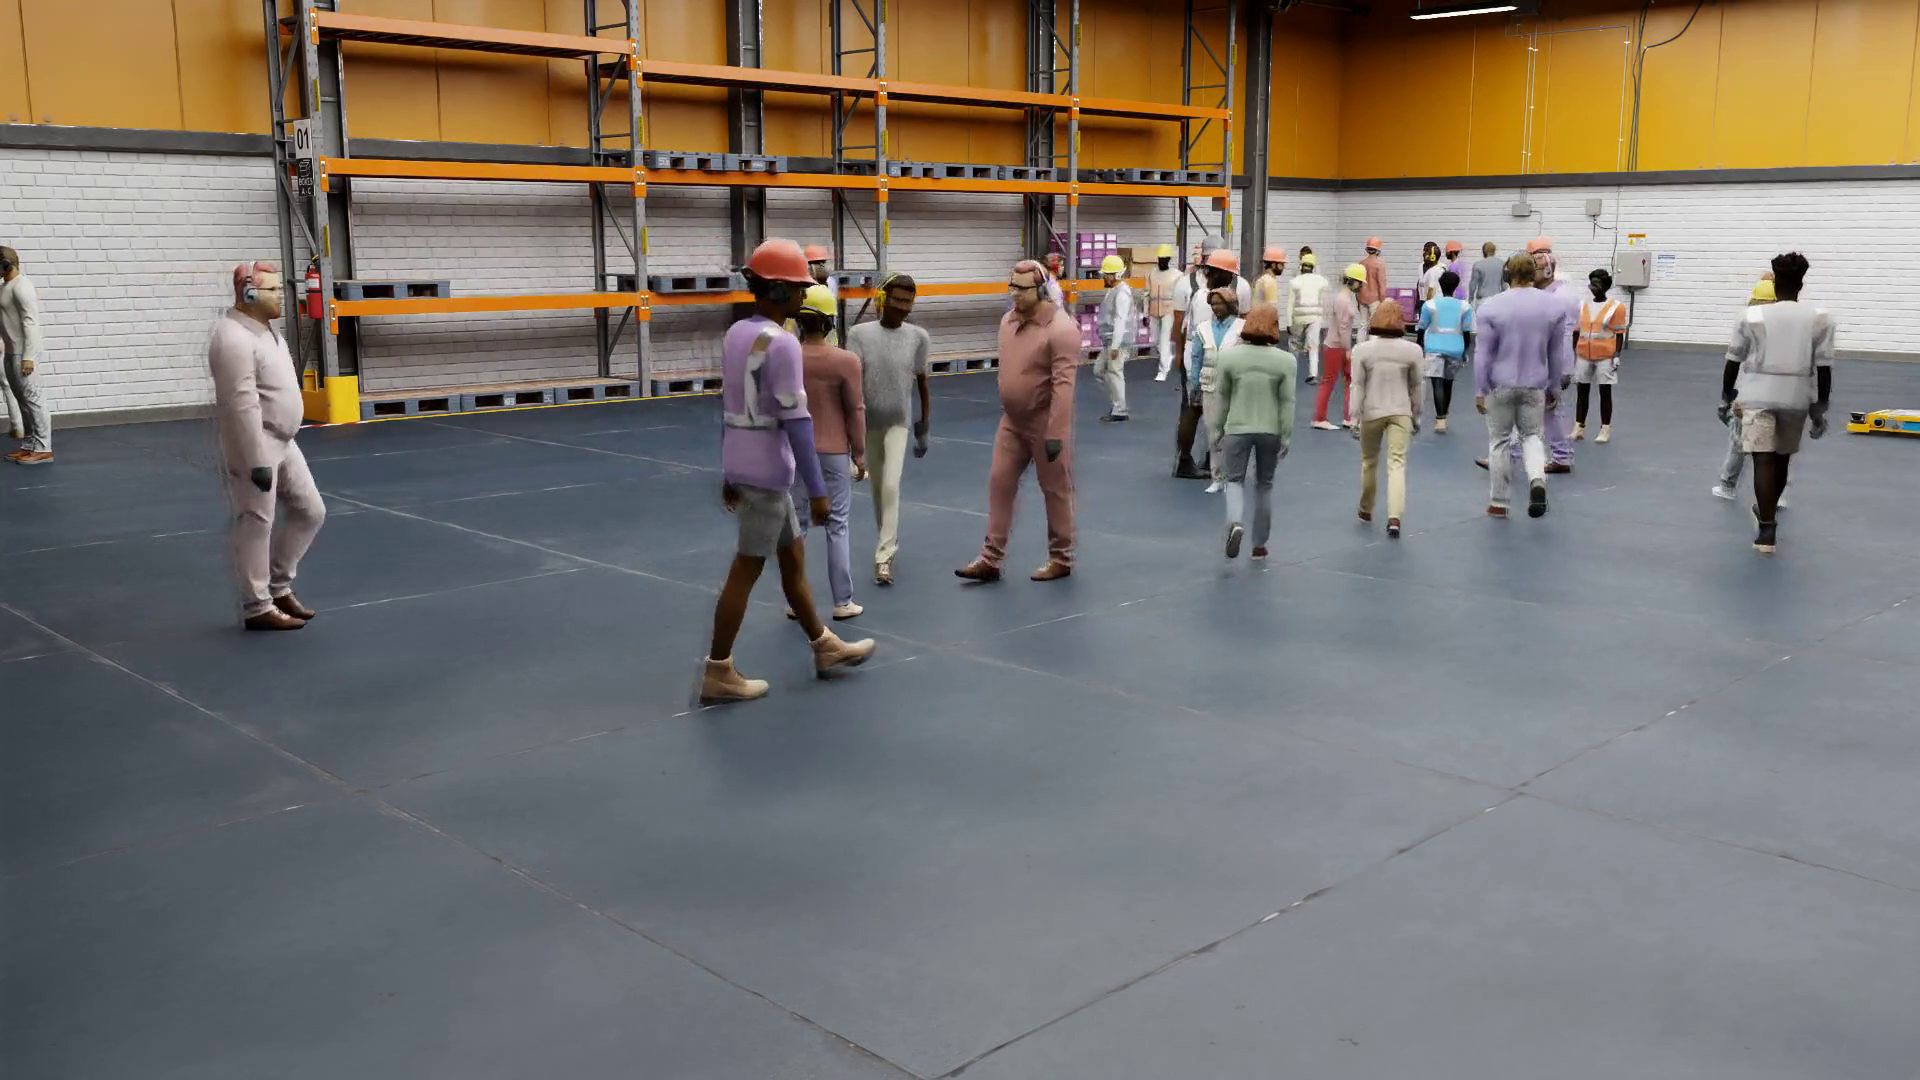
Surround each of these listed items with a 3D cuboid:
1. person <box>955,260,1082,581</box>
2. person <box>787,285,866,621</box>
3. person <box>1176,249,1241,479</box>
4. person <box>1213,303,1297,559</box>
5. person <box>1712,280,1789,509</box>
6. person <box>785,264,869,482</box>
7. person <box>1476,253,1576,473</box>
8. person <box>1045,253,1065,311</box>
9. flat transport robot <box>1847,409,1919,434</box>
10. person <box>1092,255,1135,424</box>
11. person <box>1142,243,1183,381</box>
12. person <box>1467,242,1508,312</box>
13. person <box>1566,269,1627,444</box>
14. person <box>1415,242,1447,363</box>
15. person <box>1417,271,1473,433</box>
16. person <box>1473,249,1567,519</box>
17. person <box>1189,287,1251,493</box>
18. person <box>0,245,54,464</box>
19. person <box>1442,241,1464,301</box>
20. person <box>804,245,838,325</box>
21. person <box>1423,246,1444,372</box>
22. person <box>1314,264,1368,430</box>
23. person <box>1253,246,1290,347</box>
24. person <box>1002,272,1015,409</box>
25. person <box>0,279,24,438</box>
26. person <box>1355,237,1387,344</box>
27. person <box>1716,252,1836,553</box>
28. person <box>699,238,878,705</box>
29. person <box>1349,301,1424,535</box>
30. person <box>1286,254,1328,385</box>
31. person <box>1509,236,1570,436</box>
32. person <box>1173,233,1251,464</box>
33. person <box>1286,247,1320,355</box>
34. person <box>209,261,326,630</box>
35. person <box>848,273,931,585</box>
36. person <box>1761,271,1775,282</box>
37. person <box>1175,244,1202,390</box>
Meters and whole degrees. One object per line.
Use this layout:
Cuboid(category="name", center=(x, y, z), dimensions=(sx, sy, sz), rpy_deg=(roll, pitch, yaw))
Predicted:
Cuboid(category="person", center=(0.344, -0.660, 9.580), dimensions=(0.812, 1.873, 0.664), rpy_deg=(-9, 14, -40))
Cuboid(category="person", center=(-0.751, -0.453, 8.766), dimensions=(0.535, 1.767, 0.315), rpy_deg=(2, 11, 10))
Cuboid(category="person", center=(2.083, -1.430, 13.707), dimensions=(0.646, 1.897, 0.594), rpy_deg=(4, 11, 19))
Cuboid(category="person", center=(1.807, -0.649, 10.252), dimensions=(0.505, 1.611, 0.548), rpy_deg=(2, 11, 13))
Cuboid(category="person", center=(6.013, -1.094, 12.473), dimensions=(0.495, 1.695, 0.930), rpy_deg=(0, 10, 1))
Cuboid(category="person", center=(-1.206, -1.342, 13.552), dimensions=(0.945, 1.797, 0.639), rpy_deg=(-4, 11, -20))
Cuboid(category="person", center=(4.784, -1.468, 14.029), dimensions=(0.963, 1.857, 0.665), rpy_deg=(-1, 10, -7))
Cuboid(category="person", center=(1.005, -2.265, 18.466), dimensions=(0.446, 1.831, 0.574), rpy_deg=(-1, 10, -8))
Cuboid(category="flat transport robot", center=(9.794, -1.162, 16.709), dimensions=(0.652, 0.197, 1.431), rpy_deg=(-10, 14, -44))
Cuboid(category="person", center=(1.647, -2.141, 17.843), dimensions=(0.430, 1.809, 0.606), rpy_deg=(-1, 10, -4))
Cuboid(category="person", center=(2.880, -3.200, 23.340), dimensions=(0.590, 1.912, 0.676), rpy_deg=(7, 12, 32))
Cuboid(category="person", center=(8.897, -4.063, 28.065), dimensions=(0.626, 1.914, 0.437), rpy_deg=(-2, 11, -11))
Cuboid(category="person", center=(6.214, -1.791, 16.247), dimensions=(0.320, 1.695, 0.537), rpy_deg=(-9, 14, -42))
Cuboid(category="person", center=(7.442, -3.755, 26.352), dimensions=(0.388, 1.920, 0.587), rpy_deg=(-5, 11, -23))
Cuboid(category="person", center=(5.004, -1.952, 17.238), dimensions=(0.543, 1.646, 0.876), rpy_deg=(1, 10, 3))
Cuboid(category="person", center=(3.923, -1.069, 11.685), dimensions=(0.642, 1.927, 0.645), rpy_deg=(0, 10, 2))
Cuboid(category="person", center=(2.034, -1.156, 12.987), dimensions=(0.539, 1.619, 0.405), rpy_deg=(7, 12, 33))
Cuboid(category="person", center=(-8.342, -1.637, 14.770), dimensions=(0.369, 1.931, 0.630), rpy_deg=(-9, 14, -42))
Cuboid(category="person", center=(8.497, -4.194, 28.732), dimensions=(0.413, 1.923, 0.541), rpy_deg=(5, 12, 26))
Cuboid(category="person", center=(-1.558, -2.238, 18.085), dimensions=(0.486, 1.934, 0.548), rpy_deg=(4, 11, 21))
Cuboid(category="person", center=(7.000, -3.431, 24.744), dimensions=(0.353, 1.866, 0.529), rpy_deg=(7, 13, 34))
Cuboid(category="person", center=(3.989, -1.977, 17.165), dimensions=(0.673, 1.715, 0.545), rpy_deg=(4, 11, 21))
Cuboid(category="person", center=(3.287, -2.279, 18.345), dimensions=(0.687, 1.913, 0.548), rpy_deg=(0, 10, -2))
Cuboid(category="person", center=(0.714, -2.305, 19.221), dimensions=(0.277, 1.632, 0.502), rpy_deg=(-9, 14, -42))
Cuboid(category="person", center=(-9.596, -1.901, 16.452), dimensions=(0.429, 1.841, 0.633), rpy_deg=(6, 12, 28))
Cuboid(category="person", center=(6.496, -3.776, 26.266), dimensions=(0.424, 1.994, 0.649), rpy_deg=(-6, 12, -29))
Cuboid(category="person", center=(5.314, -0.915, 10.879), dimensions=(0.620, 1.903, 1.040), rpy_deg=(2, 11, 11))
Cuboid(category="person", center=(-0.736, -0.297, 7.275), dimensions=(0.999, 1.993, 0.641), rpy_deg=(-5, 12, -27))
Cuboid(category="person", center=(2.924, -0.844, 11.413), dimensions=(0.508, 1.582, 0.901), rpy_deg=(2, 11, 9))
Cuboid(category="person", center=(4.718, -3.006, 22.704), dimensions=(0.580, 1.777, 0.954), rpy_deg=(0, 10, -1))
Cuboid(category="person", center=(5.924, -2.100, 17.118), dimensions=(0.635, 2.000, 0.985), rpy_deg=(1, 10, 8))
Cuboid(category="person", center=(2.229, -1.681, 14.713), dimensions=(0.683, 2.000, 0.536), rpy_deg=(1, 10, 3))
Cuboid(category="person", center=(5.757, -3.995, 27.933), dimensions=(0.503, 1.816, 0.949), rpy_deg=(5, 12, 25))
Cuboid(category="person", center=(-3.504, -0.464, 8.469), dimensions=(0.462, 1.890, 0.679), rpy_deg=(-1, 10, -5))
Cuboid(category="person", center=(-0.438, -0.683, 9.942), dimensions=(0.533, 1.807, 1.016), rpy_deg=(1, 10, 4))
Cuboid(category="person", center=(9.143, -2.210, 18.749), dimensions=(0.814, 1.607, 0.511), rpy_deg=(-2, 11, -10))
Cuboid(category="person", center=(3.102, -2.876, 21.591), dimensions=(0.636, 1.909, 0.405), rpy_deg=(9, 14, 40))
